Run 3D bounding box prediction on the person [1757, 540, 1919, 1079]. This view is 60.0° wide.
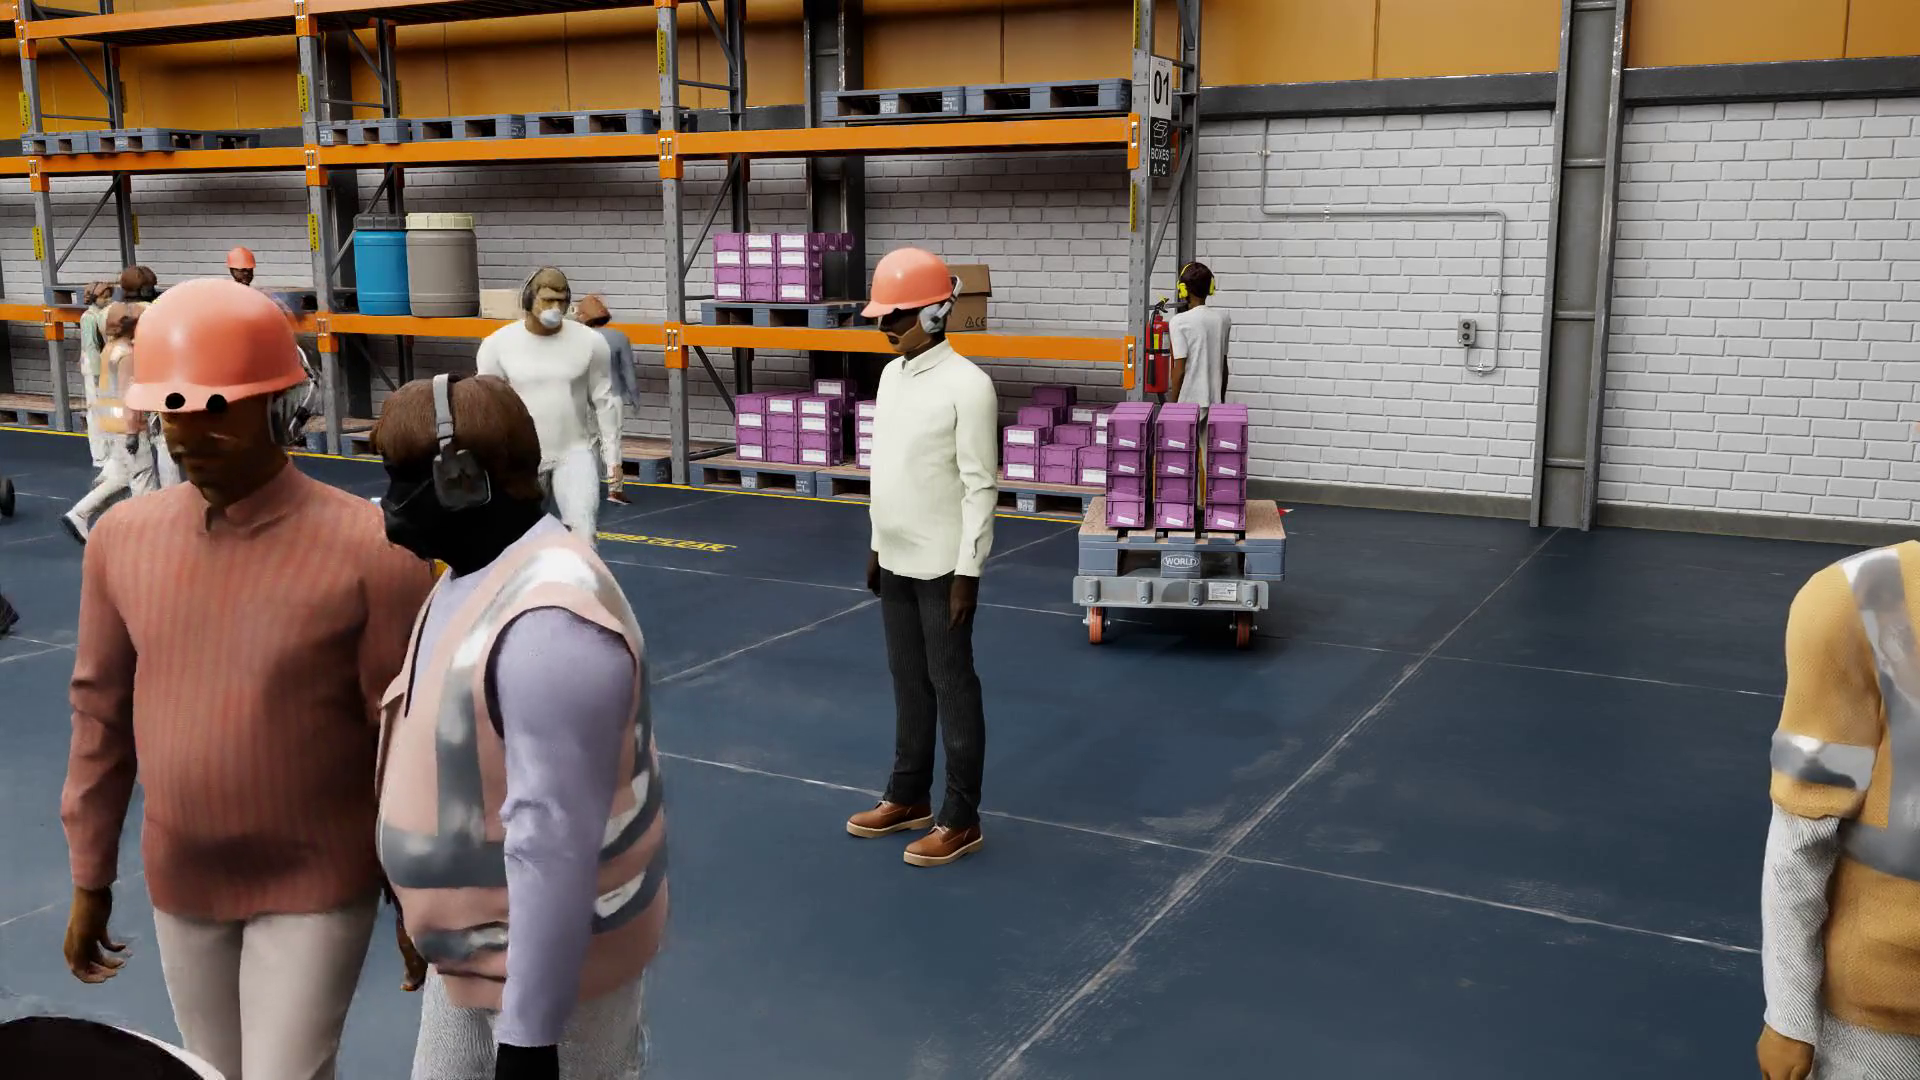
[{"bbox_3d":[1.418,0.642,2.342,0.551,1.932,0.378,0,10,0],"label":"person"}]

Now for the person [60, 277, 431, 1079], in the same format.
[{"bbox_3d":[-1.177,0.546,2.814,0.641,1.966,0.839,2,11,11],"label":"person"}]

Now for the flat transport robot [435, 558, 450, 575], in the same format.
[{"bbox_3d":[-3.768,0.073,10.028,1.431,0.197,0.652,-2,10,-9],"label":"flat transport robot"}]

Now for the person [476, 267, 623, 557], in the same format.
[{"bbox_3d":[-2.003,-0.385,8.121,0.713,1.864,1.036,-3,11,-18],"label":"person"}]

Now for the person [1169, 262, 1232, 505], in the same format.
[{"bbox_3d":[1.502,-0.835,10.641,0.521,1.864,0.335,-7,13,-34],"label":"person"}]

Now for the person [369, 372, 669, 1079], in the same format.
[{"bbox_3d":[-0.685,0.647,2.639,0.432,1.826,0.643,-6,12,-29],"label":"person"}]

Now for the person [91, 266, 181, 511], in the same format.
[{"bbox_3d":[-5.917,-1.057,11.990,0.628,1.823,0.723,3,11,17],"label":"person"}]

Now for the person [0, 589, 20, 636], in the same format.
[{"bbox_3d":[-5.123,-0.414,8.214,0.622,1.900,0.438,2,11,12],"label":"person"}]

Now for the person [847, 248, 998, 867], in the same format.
[{"bbox_3d":[-0.127,0.058,5.406,0.393,1.985,0.611,-7,13,-34],"label":"person"}]

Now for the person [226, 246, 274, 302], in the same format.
[{"bbox_3d":[-6.031,-1.502,14.084,0.543,1.939,0.370,-10,14,-42],"label":"person"}]

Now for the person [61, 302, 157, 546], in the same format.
[{"bbox_3d":[-5.378,-0.699,10.549,0.581,1.615,0.534,-8,13,-38],"label":"person"}]

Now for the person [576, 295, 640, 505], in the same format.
[{"bbox_3d":[-2.738,-1.075,12.751,0.564,1.583,0.869,-3,11,-14],"label":"person"}]

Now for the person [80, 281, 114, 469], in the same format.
[{"bbox_3d":[-7.548,-1.449,14.619,0.314,1.639,0.515,-2,11,-13],"label":"person"}]

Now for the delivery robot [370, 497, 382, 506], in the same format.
[{"bbox_3d":[-3.254,0.005,9.365,0.477,0.478,0.707,-2,11,-13],"label":"delivery robot"}]
